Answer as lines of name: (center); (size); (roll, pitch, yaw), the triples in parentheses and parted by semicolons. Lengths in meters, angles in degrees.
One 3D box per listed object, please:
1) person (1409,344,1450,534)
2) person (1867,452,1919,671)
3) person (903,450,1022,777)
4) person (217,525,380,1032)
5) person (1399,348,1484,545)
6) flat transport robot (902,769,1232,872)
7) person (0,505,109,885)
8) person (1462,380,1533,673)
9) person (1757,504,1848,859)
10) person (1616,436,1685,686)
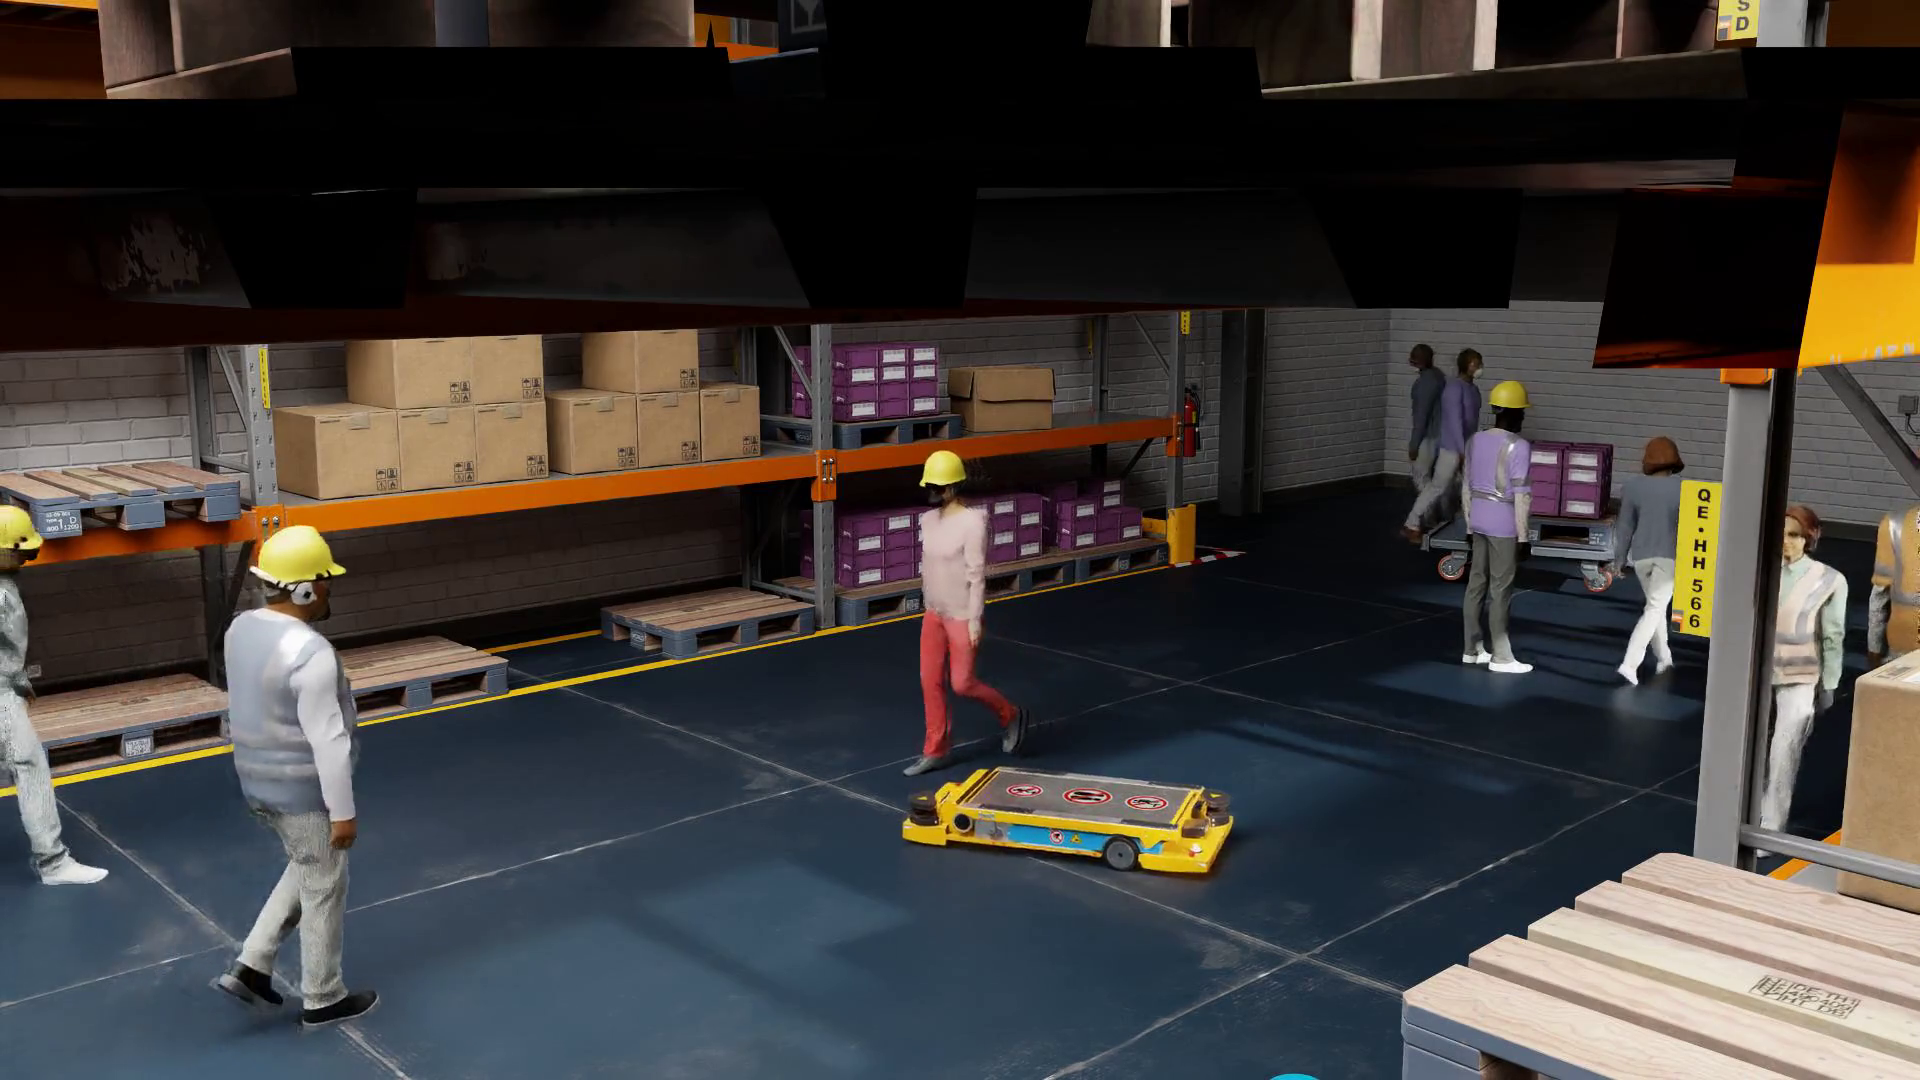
person: (4.642, -0.987, 16.381); (0.397, 1.900, 0.798); (6, 12, 34)
person: (4.571, 0.465, 7.804); (0.547, 1.916, 0.635); (9, 14, 44)
person: (0.013, 0.375, 8.802); (0.618, 1.740, 0.533); (-8, 13, -39)
person: (-2.314, 0.850, 5.816); (0.610, 1.814, 0.444); (9, 13, 41)
person: (4.645, -0.850, 15.595); (1.032, 1.898, 0.646); (9, 13, 41)
flat transport robot: (0.511, 1.285, 7.788); (1.431, 0.197, 0.652); (3, 10, 18)
person: (-4.217, 0.681, 7.185); (0.756, 1.691, 0.540); (-6, 12, -32)
person: (3.562, -0.089, 10.990); (0.382, 1.927, 0.589); (-4, 10, -21)
person: (3.783, 0.627, 7.663); (0.530, 1.623, 0.506); (9, 13, 43)
person: (4.459, 0.133, 10.696); (0.834, 1.600, 0.510); (-9, 13, -44)
